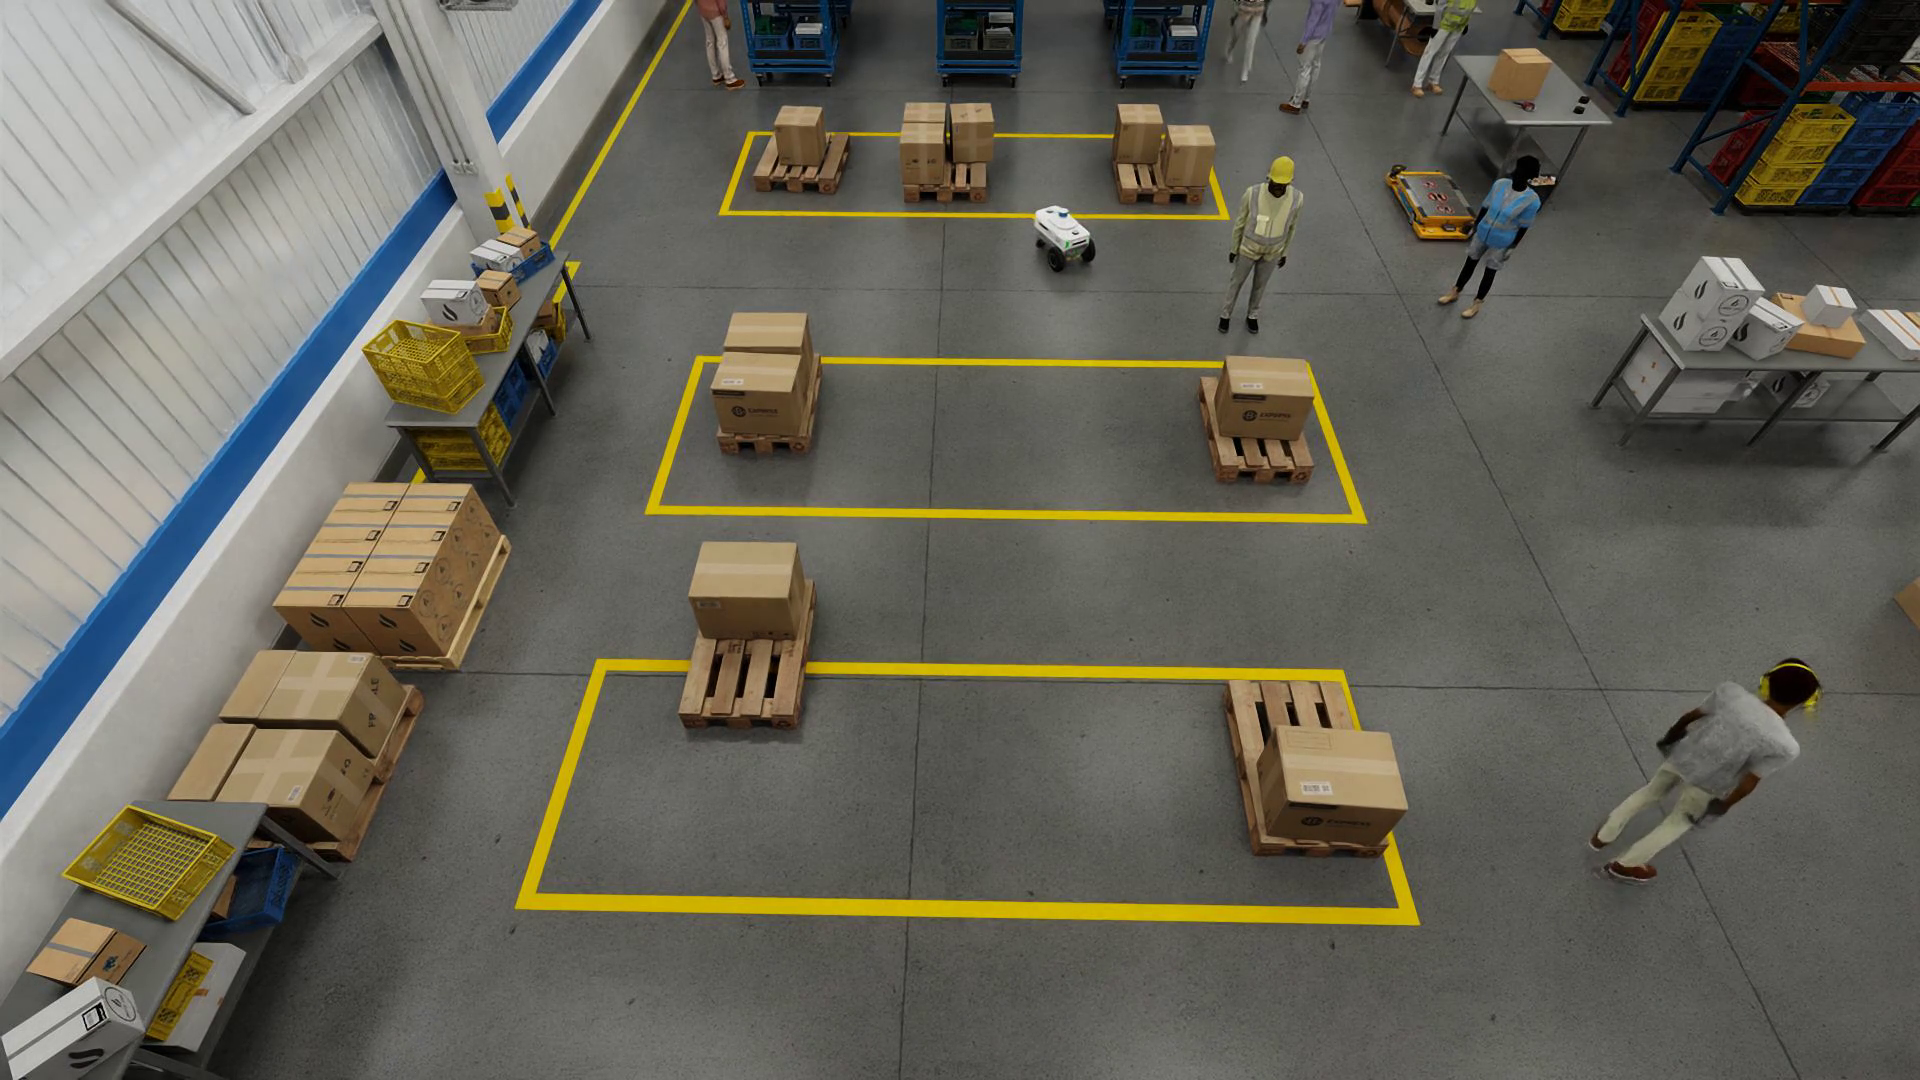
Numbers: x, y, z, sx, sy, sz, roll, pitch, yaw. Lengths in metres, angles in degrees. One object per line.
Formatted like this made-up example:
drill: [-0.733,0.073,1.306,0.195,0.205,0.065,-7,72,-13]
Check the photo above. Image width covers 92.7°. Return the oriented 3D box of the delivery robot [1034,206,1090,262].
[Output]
delivery robot: [1.136,-3.474,10.276,0.477,0.478,0.707,-23,53,-19]

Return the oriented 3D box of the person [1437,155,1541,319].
person: [5.359,-3.029,9.199,0.319,1.695,0.539,-25,53,-20]

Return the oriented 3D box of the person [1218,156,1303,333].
person: [2.934,-2.852,8.958,0.588,1.833,0.404,3,49,2]

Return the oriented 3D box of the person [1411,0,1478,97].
person: [6.782,-7.115,12.642,0.622,1.845,0.430,-13,50,-11]

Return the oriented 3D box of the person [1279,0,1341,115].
person: [4.741,-6.739,12.253,0.360,1.938,0.635,37,58,27]

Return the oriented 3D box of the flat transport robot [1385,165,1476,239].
flat transport robot: [5.692,-4.094,11.059,0.652,0.197,1.431,1,49,1]

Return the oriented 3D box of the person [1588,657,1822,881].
person: [4.282,1.338,5.332,0.464,1.830,0.555,-13,50,-11]

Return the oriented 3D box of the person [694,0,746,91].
person: [-3.423,-7.350,12.752,0.609,1.985,0.391,32,56,25]

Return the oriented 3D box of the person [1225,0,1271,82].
person: [4.165,-7.594,13.214,0.553,1.601,0.777,2,49,2]
